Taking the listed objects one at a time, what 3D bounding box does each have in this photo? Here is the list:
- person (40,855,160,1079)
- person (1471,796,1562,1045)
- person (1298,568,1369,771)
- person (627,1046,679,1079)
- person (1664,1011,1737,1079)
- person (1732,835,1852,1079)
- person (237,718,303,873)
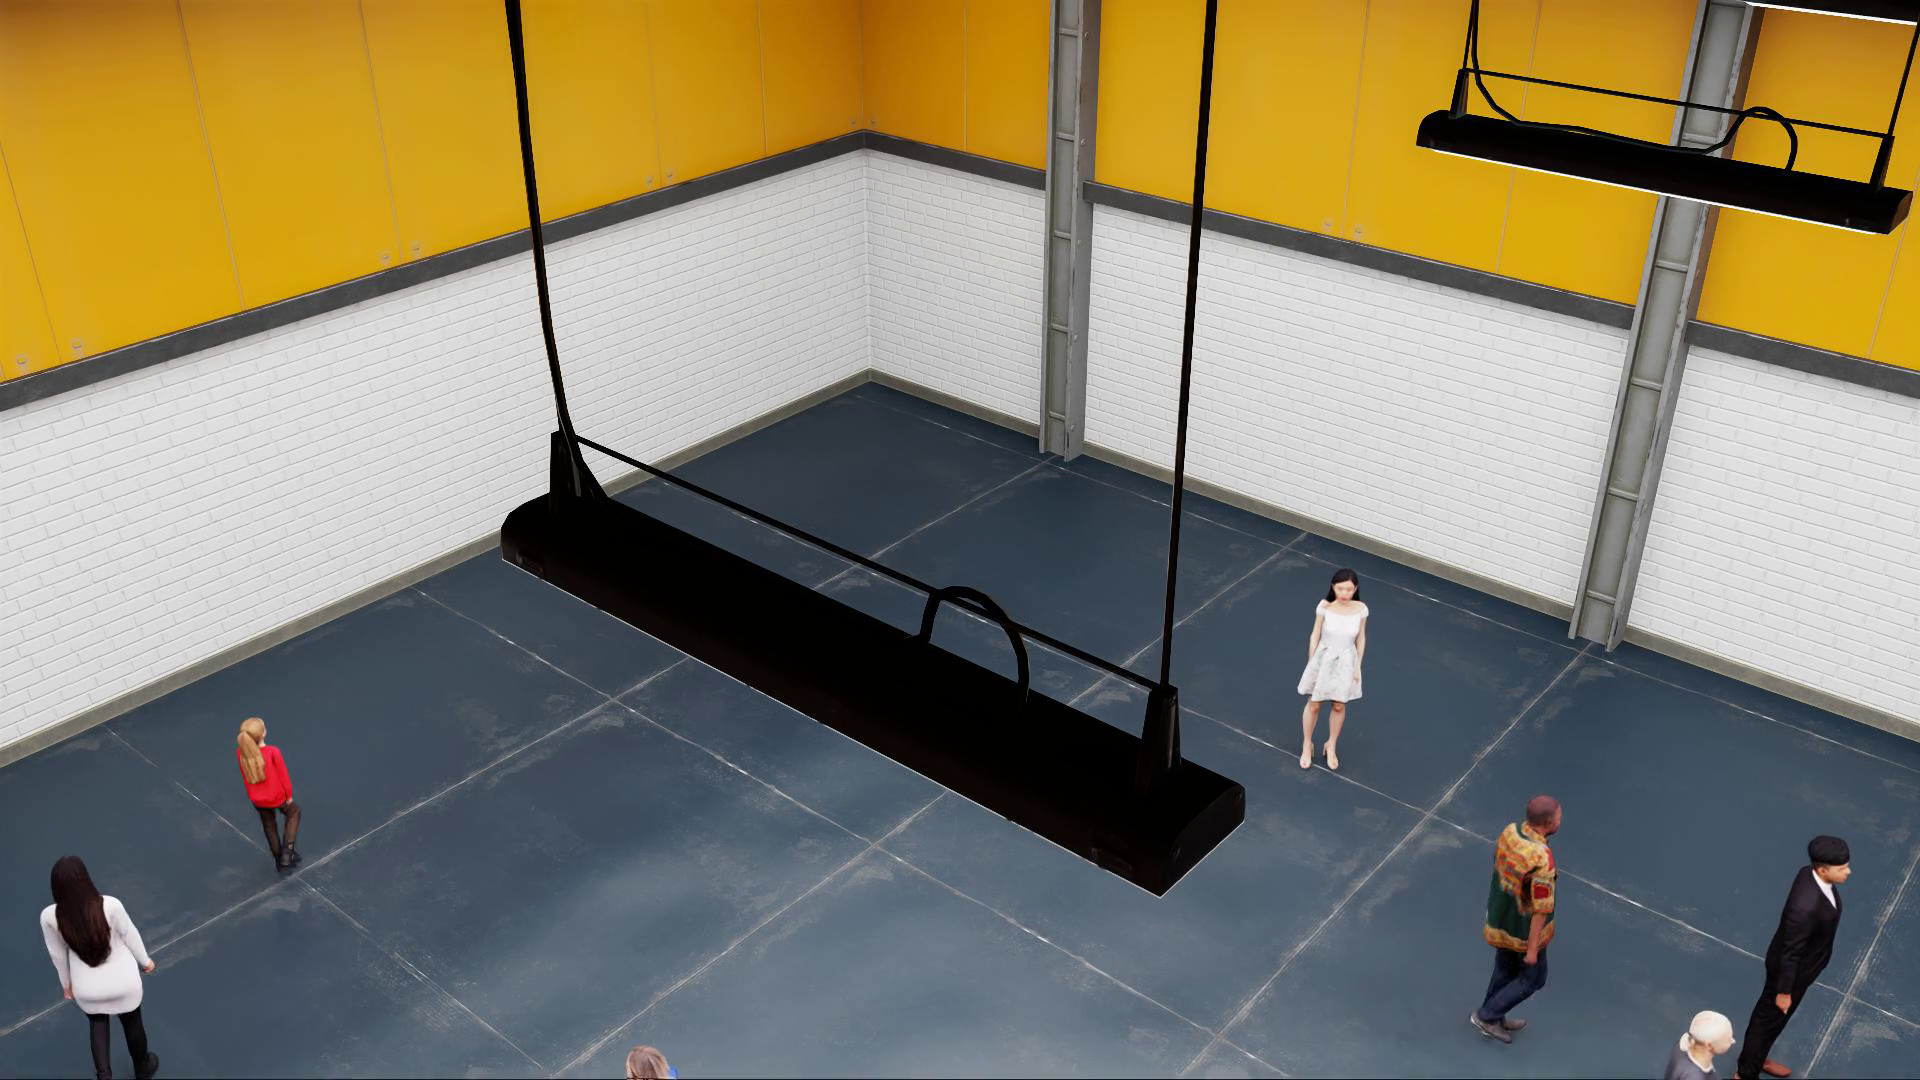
[{"bbox_3d":[-5.067,2.649,9.814,0.859,1.799,0.936,-6,29,-12],"label":"person"},{"bbox_3d":[3.382,2.376,10.328,0.890,1.786,0.819,-2,29,-3],"label":"person"},{"bbox_3d":[2.888,1.001,12.860,0.753,1.774,0.835,3,29,5],"label":"person"},{"bbox_3d":[-1.571,3.304,8.716,0.670,1.700,0.695,9,30,16],"label":"person"},{"bbox_3d":[3.782,3.157,8.986,1.173,1.700,0.950,5,29,10],"label":"person"},{"bbox_3d":[4.966,2.524,9.955,0.573,1.883,0.710,18,33,30],"label":"person"},{"bbox_3d":[-4.932,1.845,11.832,0.590,1.277,0.658,1,29,1],"label":"person"}]
